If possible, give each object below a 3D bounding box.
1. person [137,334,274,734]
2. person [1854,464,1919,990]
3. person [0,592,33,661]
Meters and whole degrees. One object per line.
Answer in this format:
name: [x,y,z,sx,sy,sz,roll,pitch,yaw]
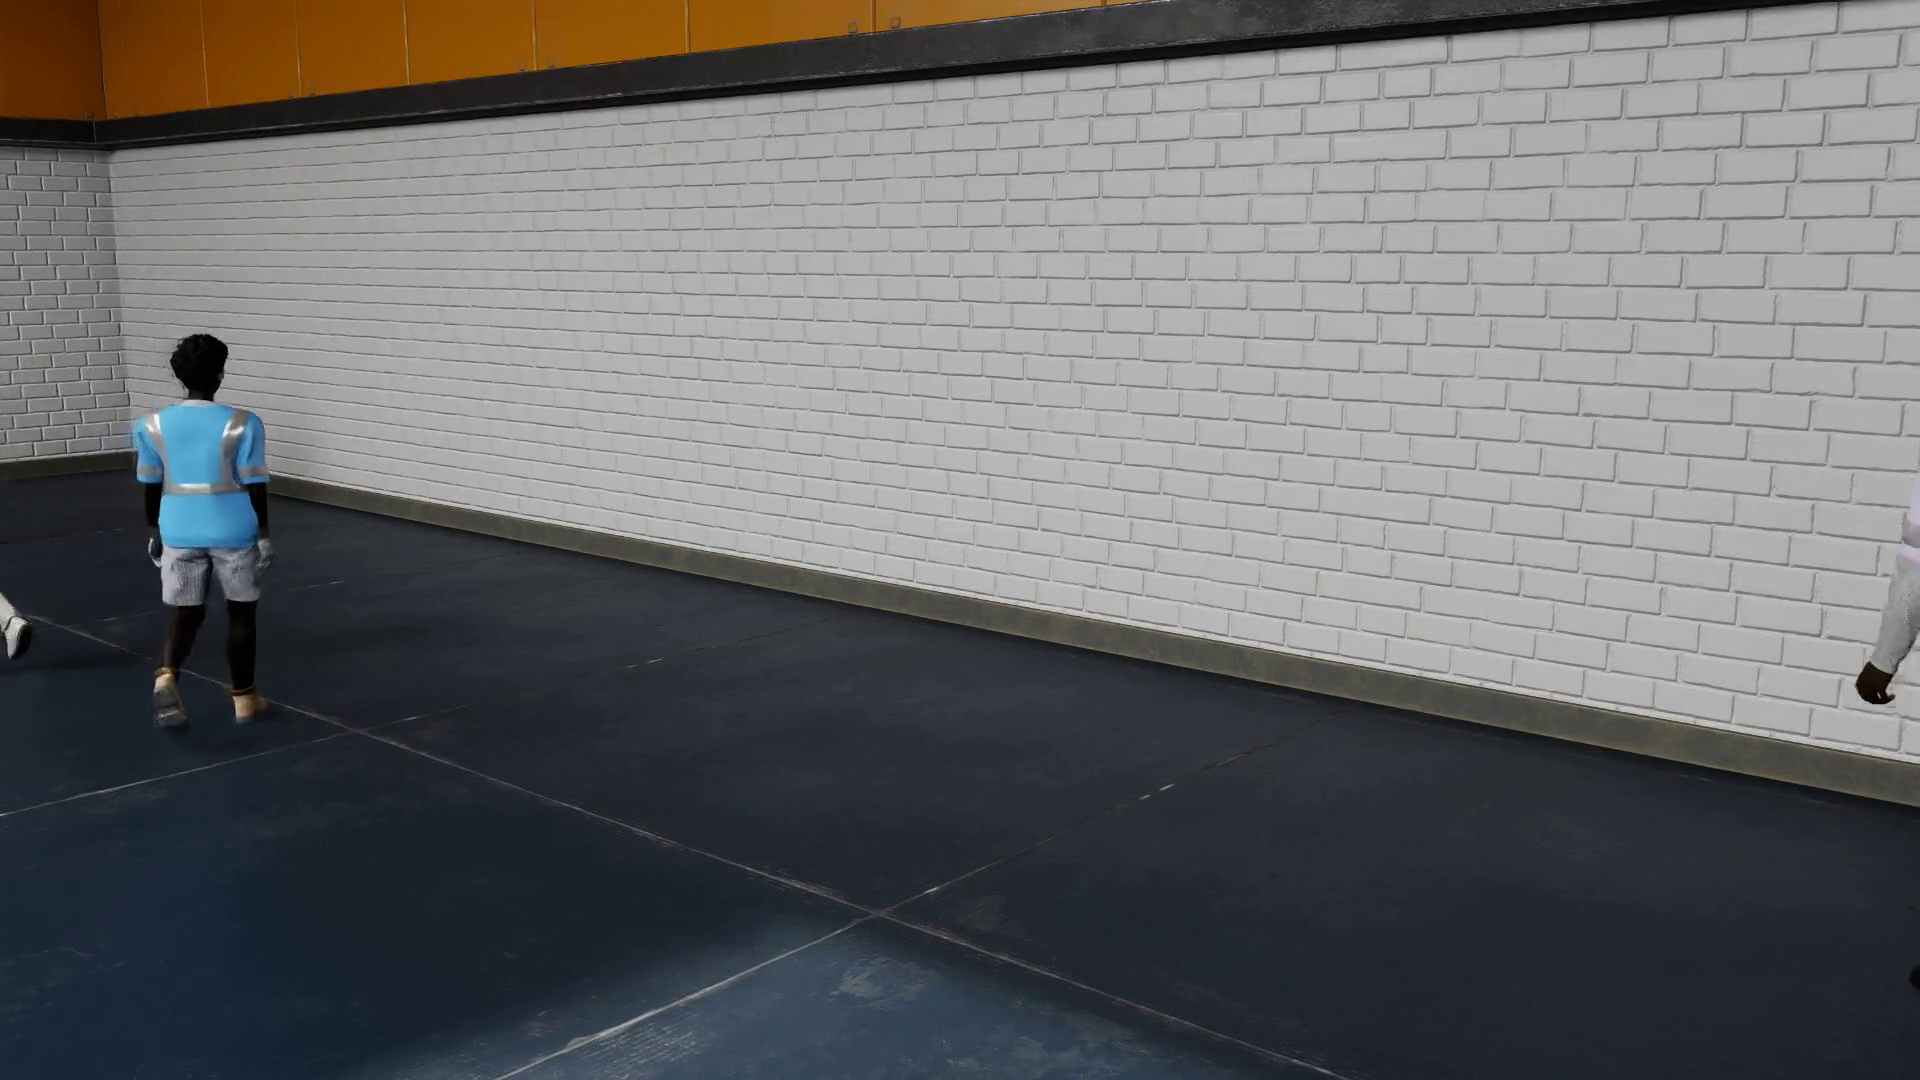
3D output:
person: [-3.129,-0.009,6.881,0.538,1.679,0.649,0,10,-2]
person: [2.697,0.311,4.384,0.537,1.912,0.483,-3,10,-18]
person: [-4.709,-0.143,7.761,0.417,1.618,0.524,1,10,8]
